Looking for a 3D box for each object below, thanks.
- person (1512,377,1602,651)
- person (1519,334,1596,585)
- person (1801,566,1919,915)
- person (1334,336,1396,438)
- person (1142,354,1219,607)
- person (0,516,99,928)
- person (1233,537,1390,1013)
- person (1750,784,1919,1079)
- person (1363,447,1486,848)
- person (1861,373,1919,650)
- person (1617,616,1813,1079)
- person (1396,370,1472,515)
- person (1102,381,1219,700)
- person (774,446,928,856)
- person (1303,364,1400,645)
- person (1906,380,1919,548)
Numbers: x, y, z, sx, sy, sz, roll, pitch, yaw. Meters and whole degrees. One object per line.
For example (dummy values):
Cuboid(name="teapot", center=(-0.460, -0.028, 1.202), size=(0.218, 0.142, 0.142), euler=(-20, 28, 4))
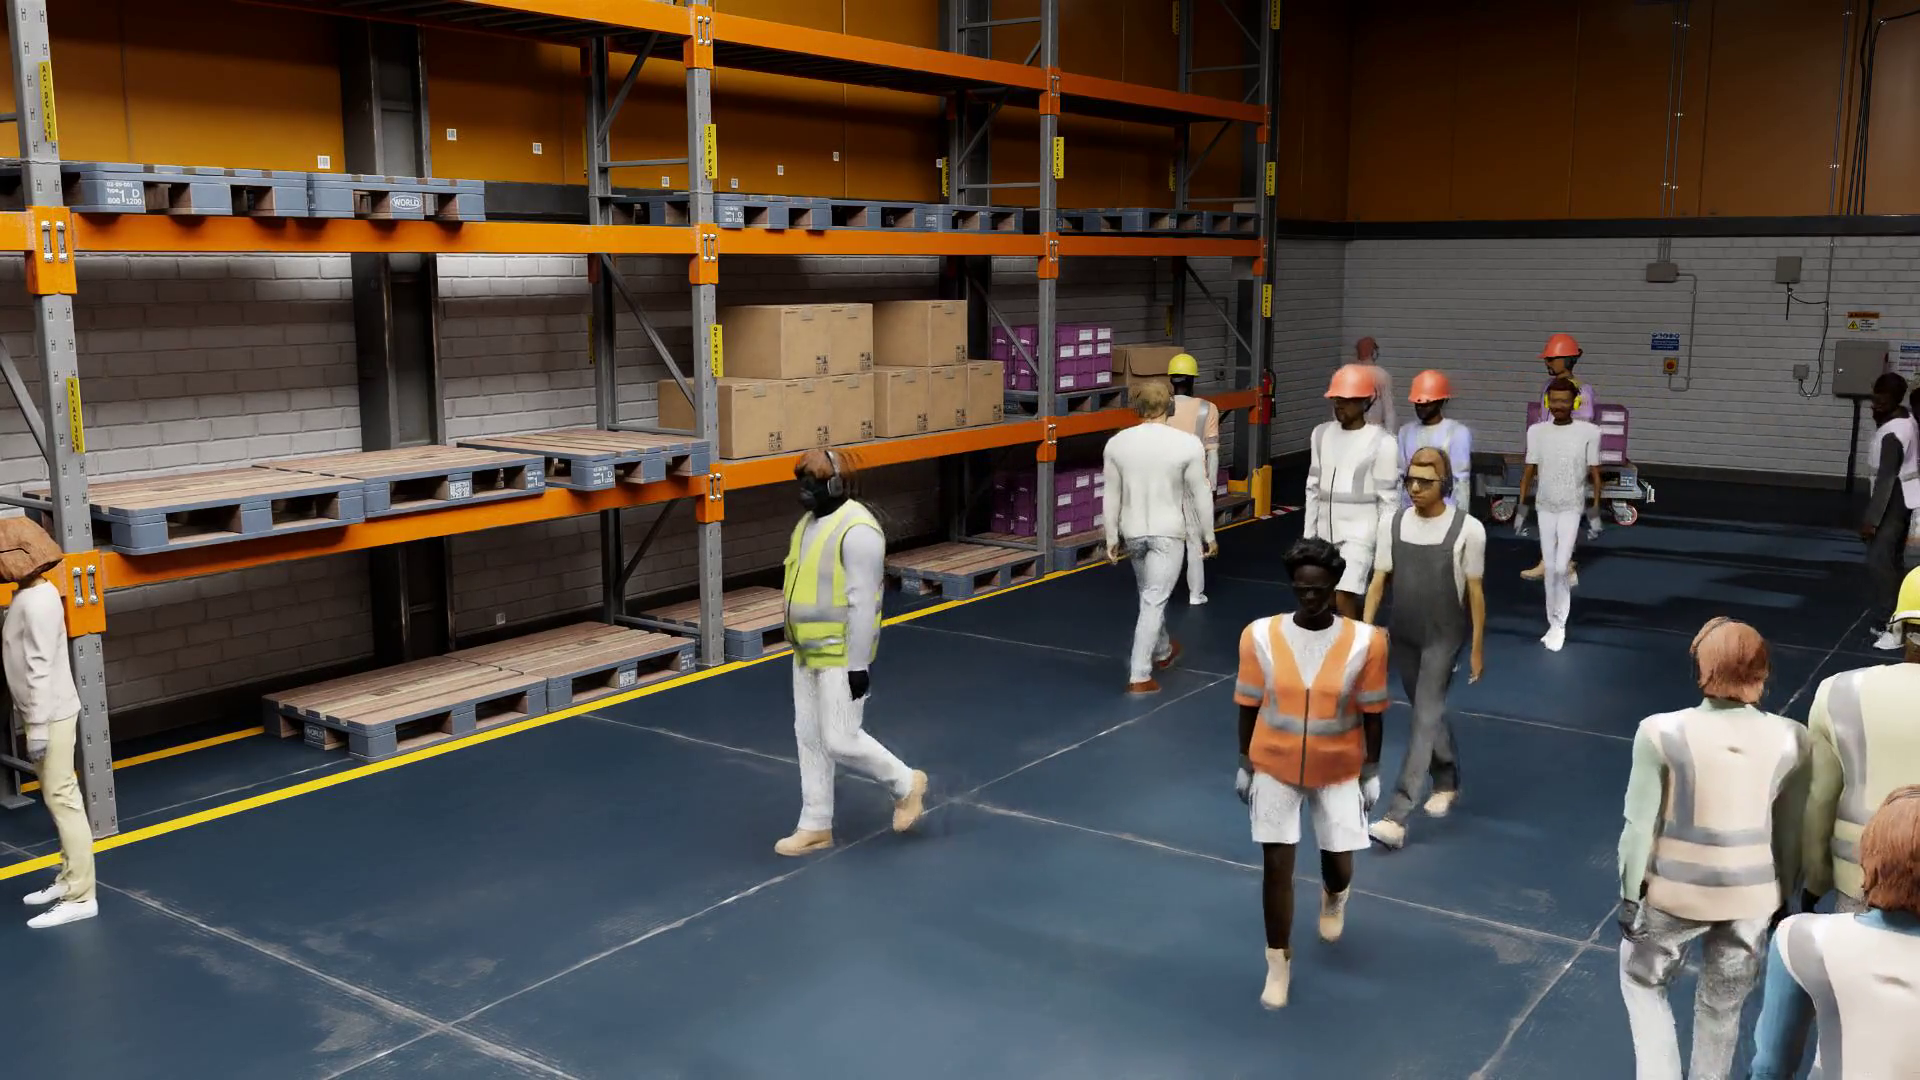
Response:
Cuboid(name="person", center=(4.027, -0.176, 11.258), size=(0.547, 1.843, 0.641), euler=(7, 12, 38))
Cuboid(name="person", center=(4.827, -0.641, 13.452), size=(0.390, 2.040, 0.614), euler=(-3, 10, -16))
Cuboid(name="person", center=(2.642, 0.950, 4.594), size=(0.587, 1.835, 0.404), euler=(7, 12, 37))
Cuboid(name="person", center=(4.007, -1.084, 16.558), size=(0.857, 1.880, 0.646), euler=(-9, 13, -43))
Cuboid(name="person", center=(1.669, -0.450, 12.664), size=(0.591, 1.923, 0.382), euler=(2, 10, 12))
Cuboid(name="person", center=(-3.655, 0.713, 6.624), size=(0.272, 1.627, 0.496), euler=(-6, 11, -32))
Cuboid(name="person", center=(1.253, 0.800, 5.963), size=(0.540, 1.685, 0.558), euler=(3, 10, 16))
Cuboid(name="person", center=(1.856, 1.268, 3.305), size=(0.546, 1.615, 0.588), euler=(7, 12, 36))
Cuboid(name="person", center=(2.092, 0.466, 7.611), size=(0.528, 1.789, 0.982), euler=(8, 13, 41))
Cuboid(name="person", center=(6.399, -0.205, 11.378), size=(0.375, 1.877, 0.691), euler=(7, 12, 36))
Cuboid(name="person", center=(2.137, 1.025, 4.757), size=(0.531, 1.623, 0.371), euler=(1, 10, 4))
Cuboid(name="person", center=(3.066, -0.165, 10.980), size=(0.411, 1.916, 0.575), euler=(-7, 12, -37))
Cuboid(name="person", center=(1.248, -0.026, 10.225), size=(0.647, 1.887, 1.008), euler=(6, 11, 32))
Cuboid(name="person", center=(-0.515, 0.489, 7.367), size=(0.619, 1.827, 0.645), euler=(-6, 11, -32))
Cuboid(name="person", center=(2.367, -0.046, 9.971), size=(0.739, 2.029, 0.626), euler=(-7, 12, -35))
Cuboid(name="person", center=(8.873, -0.822, 15.188), size=(0.624, 1.828, 0.433), euler=(-7, 12, -35))
